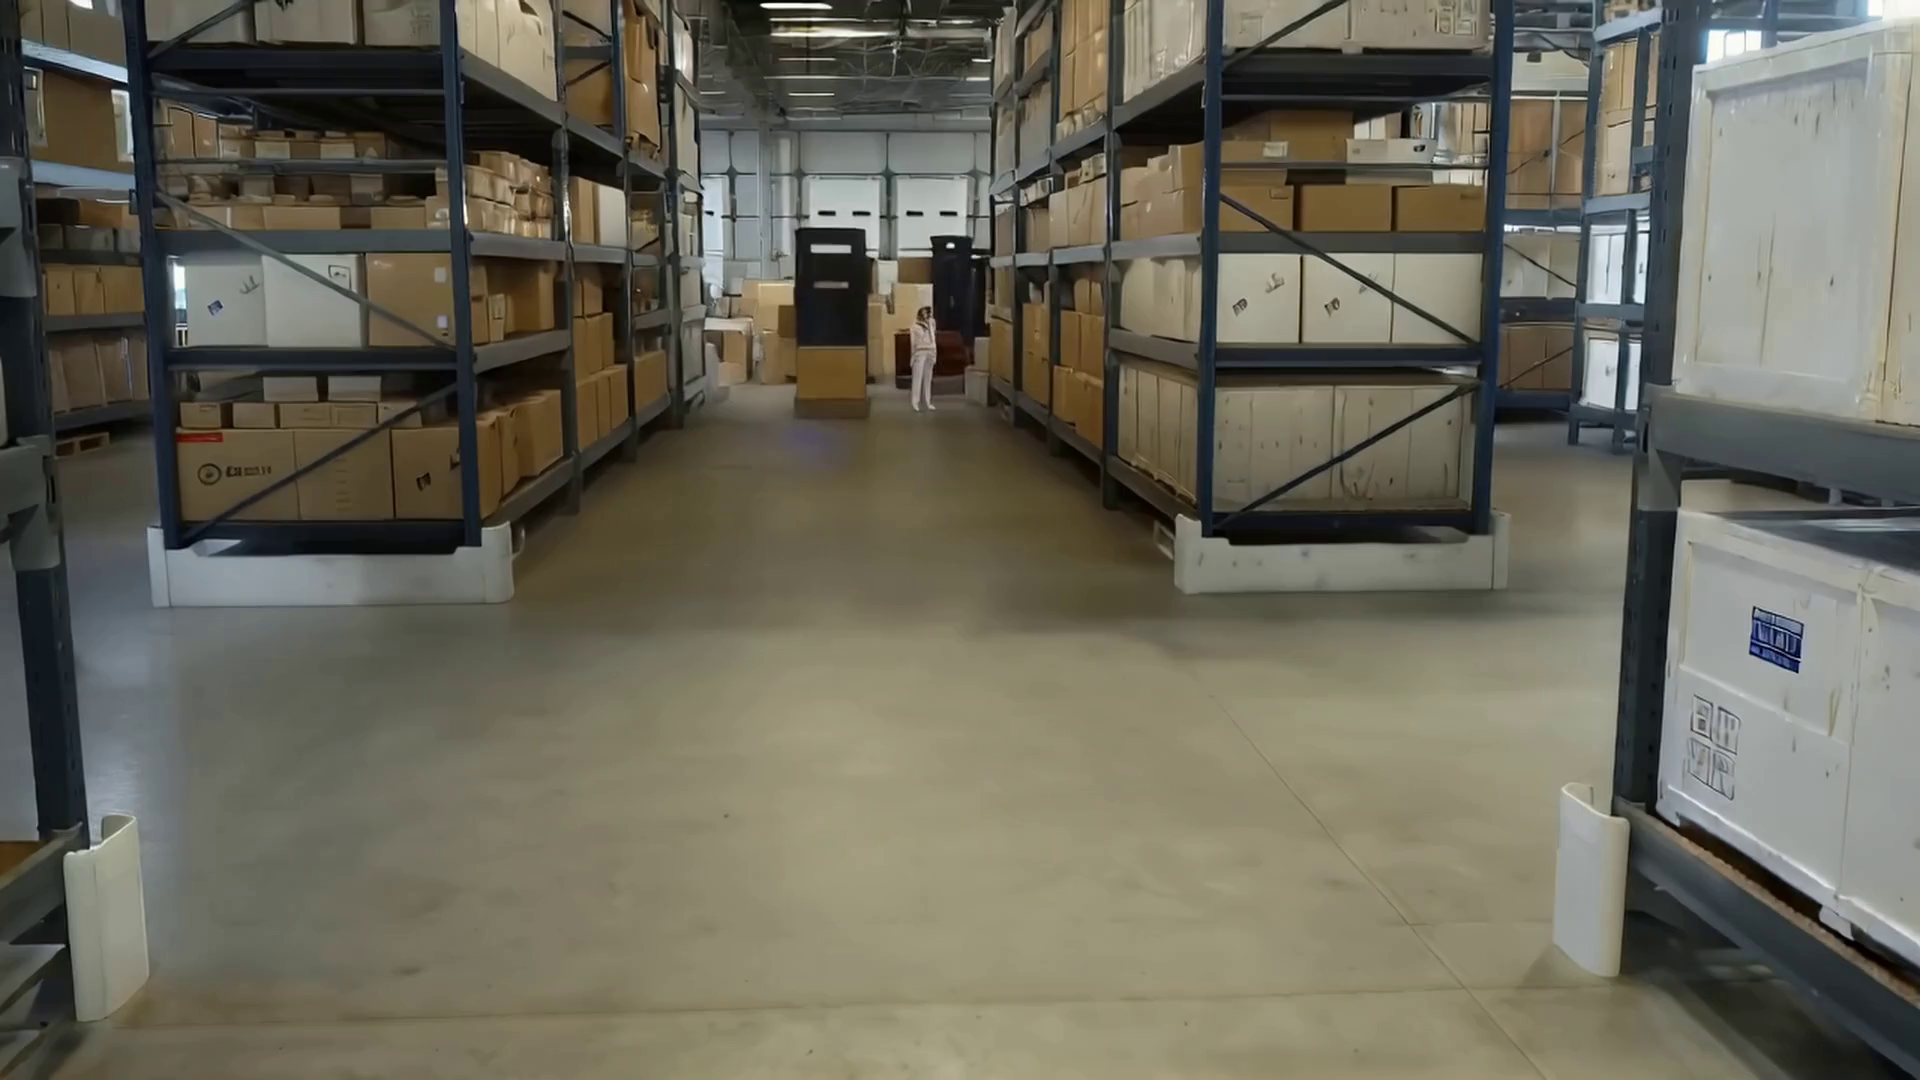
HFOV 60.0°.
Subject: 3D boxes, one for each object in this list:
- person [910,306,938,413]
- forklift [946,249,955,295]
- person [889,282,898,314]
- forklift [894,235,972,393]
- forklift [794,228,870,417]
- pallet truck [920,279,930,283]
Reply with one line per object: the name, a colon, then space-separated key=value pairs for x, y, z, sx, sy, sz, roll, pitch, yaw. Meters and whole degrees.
person: x=-0.561 y=-2.795 z=25.766 sx=0.522 sy=1.640 sz=0.306 roll=-9 pitch=13 yaw=-43
forklift: x=-0.308 y=-6.534 z=45.360 sx=1.873 sy=2.768 sz=1.129 roll=-7 pitch=11 yaw=-36
person: x=-1.925 y=-7.134 z=52.197 sx=0.649 sy=1.907 sz=0.474 roll=2 pitch=9 yaw=14
forklift: x=-0.175 y=-4.124 z=30.223 sx=1.873 sy=2.768 sz=1.129 roll=-6 pitch=11 yaw=-33
forklift: x=-1.942 y=-3.312 z=25.125 sx=1.129 sy=2.768 sz=1.873 roll=-1 pitch=9 yaw=-4
pallet truck: x=-0.932 y=-8.922 z=63.114 sx=1.885 sy=1.965 sz=0.823 roll=2 pitch=9 yaw=13
